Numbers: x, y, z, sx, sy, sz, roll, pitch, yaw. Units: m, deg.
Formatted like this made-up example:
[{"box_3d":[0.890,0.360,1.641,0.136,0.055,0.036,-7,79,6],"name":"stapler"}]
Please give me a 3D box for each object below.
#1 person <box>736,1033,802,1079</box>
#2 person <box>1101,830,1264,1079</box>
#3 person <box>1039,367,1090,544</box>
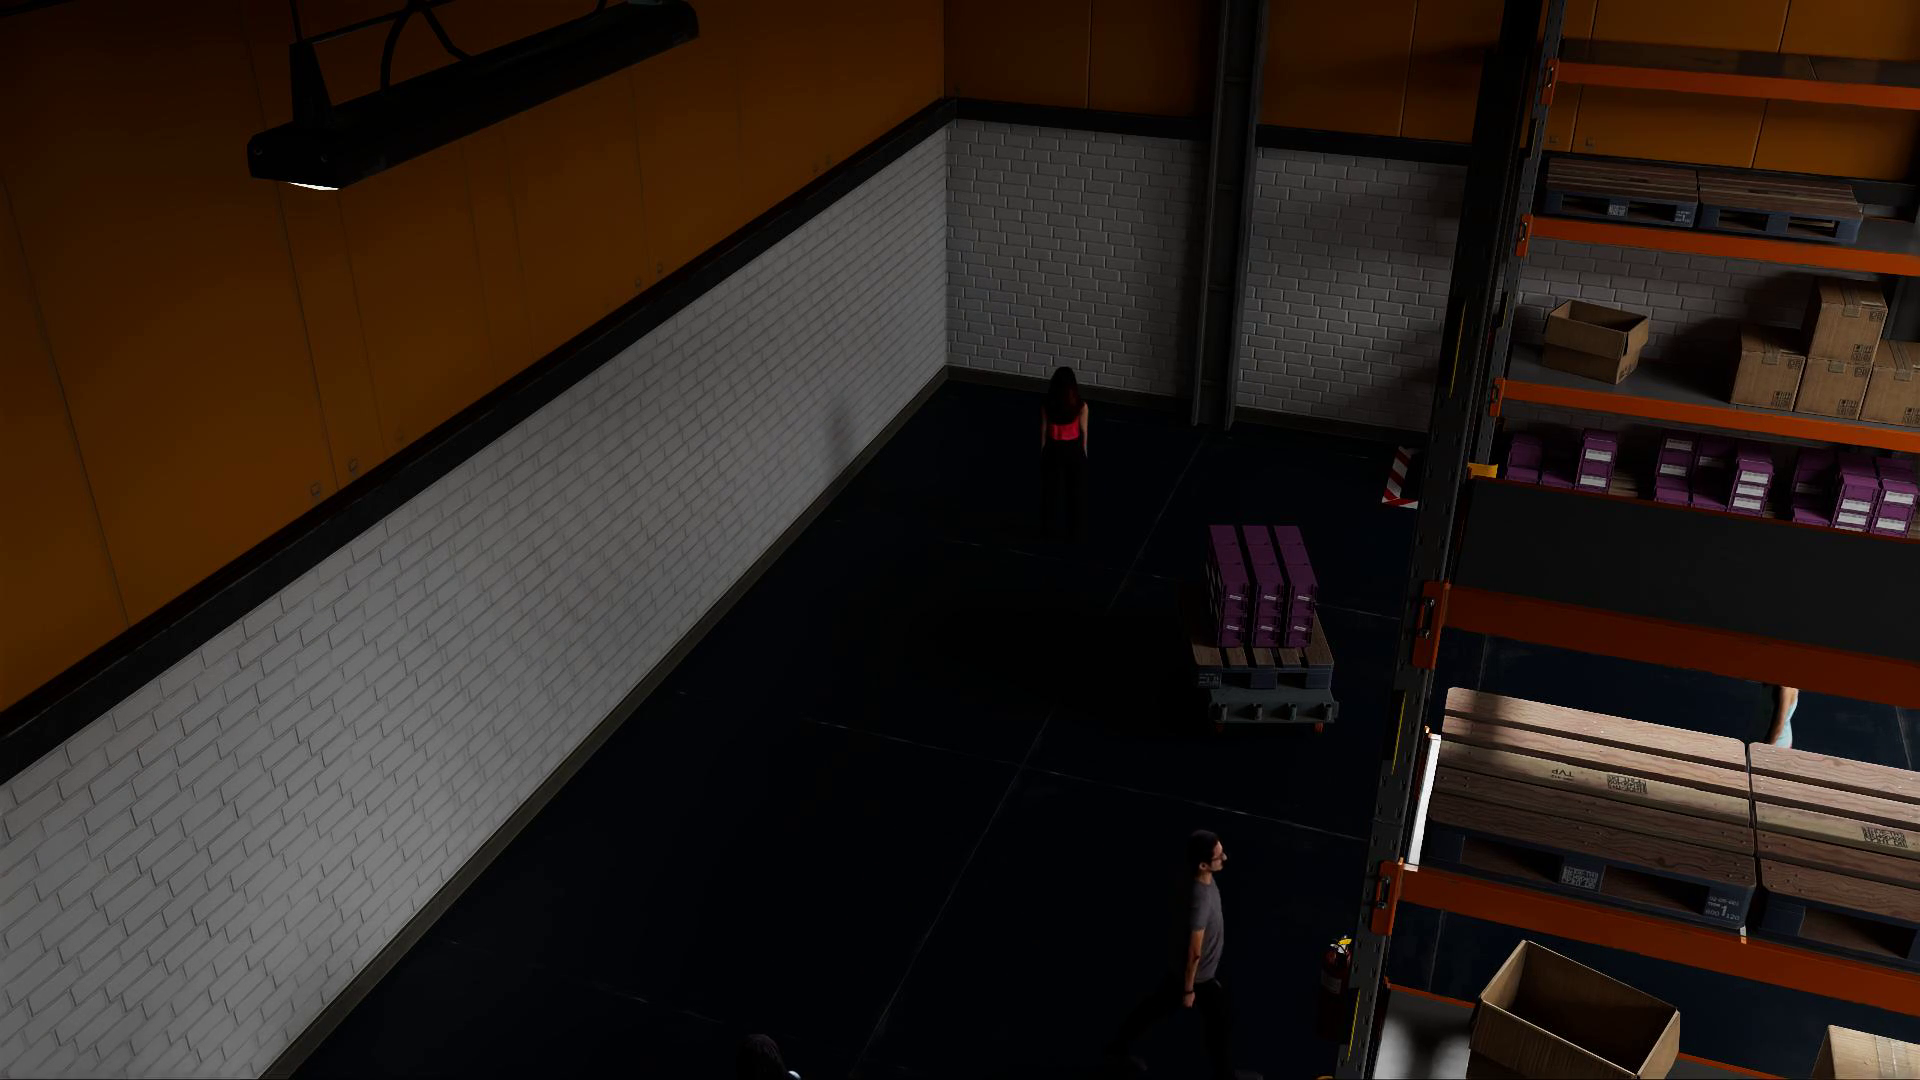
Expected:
[{"box_3d":[-0.887,2.970,7.691,0.655,1.711,0.677,23,36,36],"name":"person"},{"box_3d":[1.171,2.274,8.946,1.208,1.731,0.908,-1,29,-1],"name":"person"},{"box_3d":[0.904,-0.742,14.547,0.537,1.661,0.696,2,29,3],"name":"person"}]
